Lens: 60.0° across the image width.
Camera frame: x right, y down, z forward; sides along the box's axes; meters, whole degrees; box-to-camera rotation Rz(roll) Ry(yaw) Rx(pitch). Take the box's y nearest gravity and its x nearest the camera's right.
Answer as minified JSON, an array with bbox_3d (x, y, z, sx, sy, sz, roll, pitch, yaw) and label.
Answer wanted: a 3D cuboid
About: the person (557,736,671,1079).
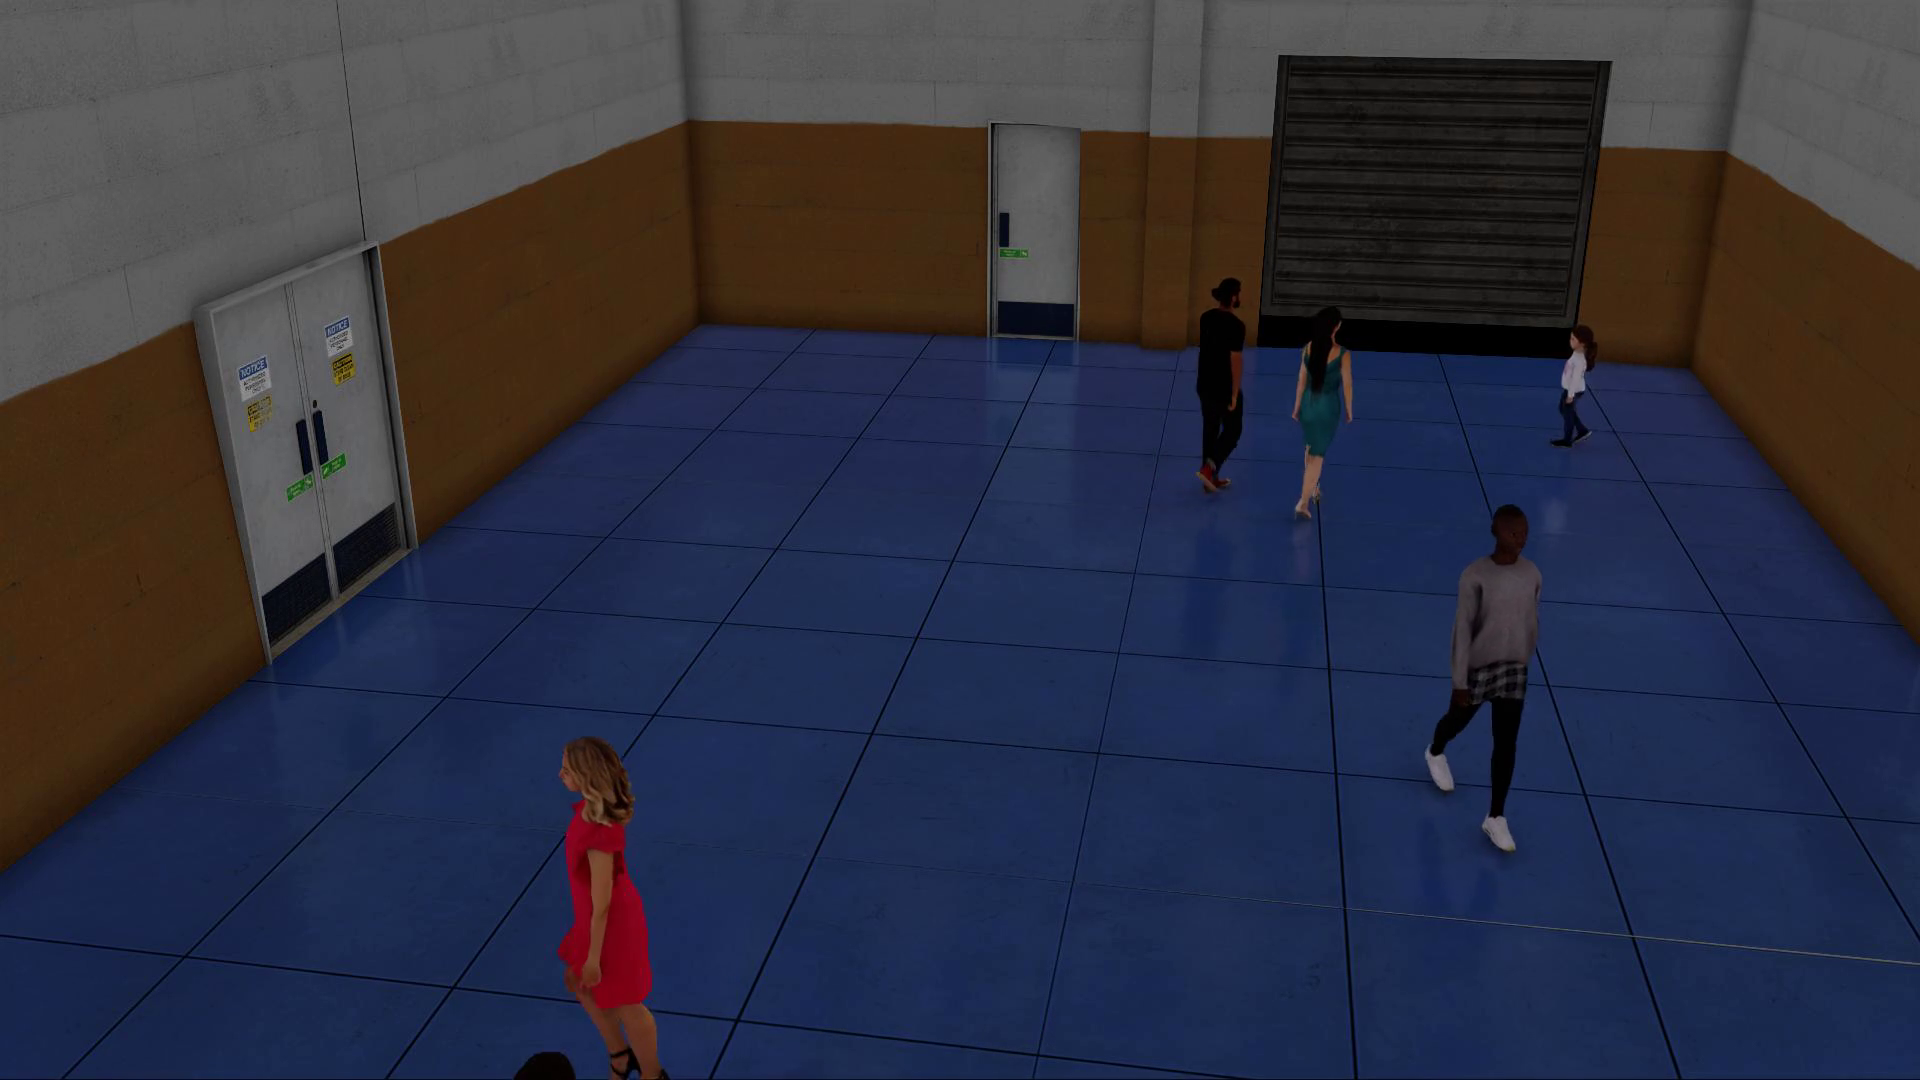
[{"bbox_3d":[-1.271,1.508,6.499,0.738,1.715,0.699,-5,22,-12],"label":"person"}]

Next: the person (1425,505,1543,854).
[{"bbox_3d":[2.690,0.642,8.625,1.159,1.737,0.932,-3,22,-7],"label":"person"}]

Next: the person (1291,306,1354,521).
[{"bbox_3d":[2.697,-0.929,12.632,0.830,1.664,0.828,15,26,33],"label":"person"}]

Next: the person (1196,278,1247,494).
[{"bbox_3d":[1.996,-1.185,13.164,0.894,1.743,0.844,-17,28,-36],"label":"person"}]

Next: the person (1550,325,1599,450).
[{"bbox_3d":[5.352,-1.314,14.341,0.581,1.105,0.498,8,23,19],"label":"person"}]
